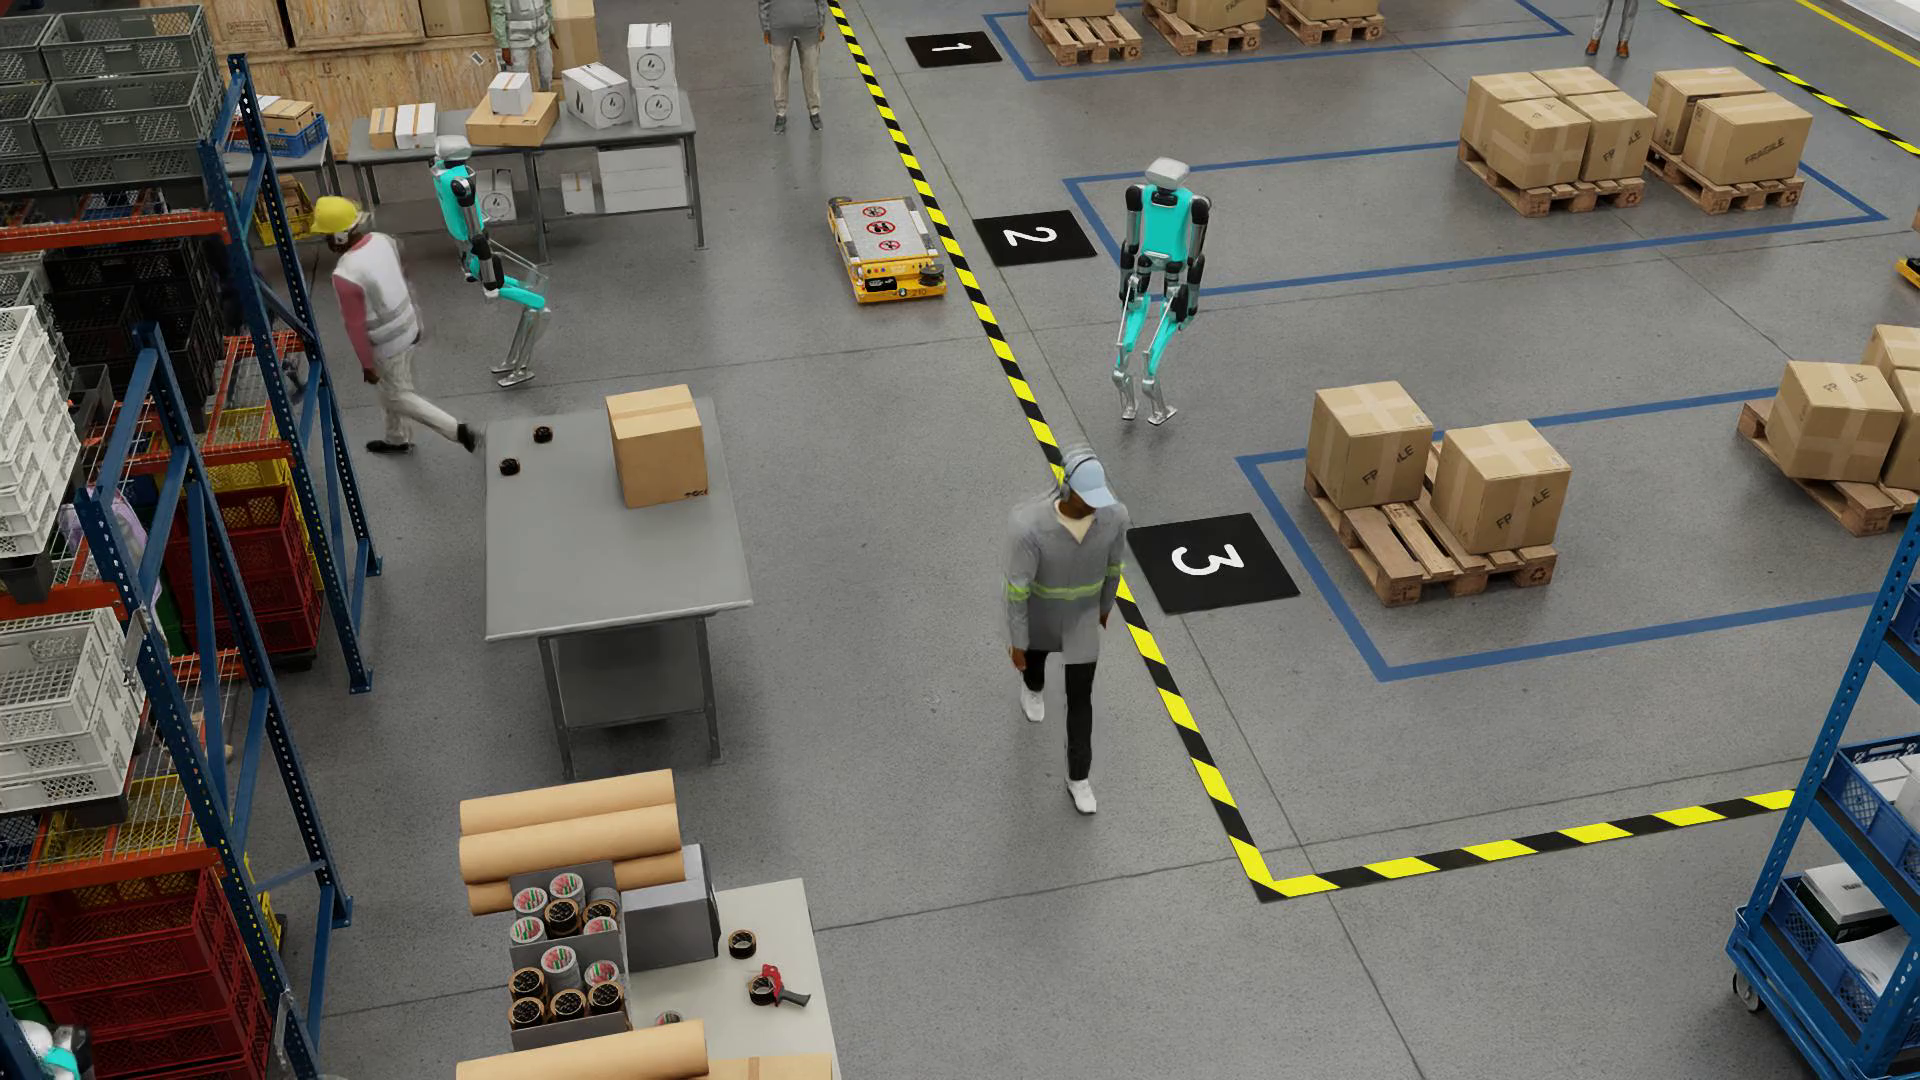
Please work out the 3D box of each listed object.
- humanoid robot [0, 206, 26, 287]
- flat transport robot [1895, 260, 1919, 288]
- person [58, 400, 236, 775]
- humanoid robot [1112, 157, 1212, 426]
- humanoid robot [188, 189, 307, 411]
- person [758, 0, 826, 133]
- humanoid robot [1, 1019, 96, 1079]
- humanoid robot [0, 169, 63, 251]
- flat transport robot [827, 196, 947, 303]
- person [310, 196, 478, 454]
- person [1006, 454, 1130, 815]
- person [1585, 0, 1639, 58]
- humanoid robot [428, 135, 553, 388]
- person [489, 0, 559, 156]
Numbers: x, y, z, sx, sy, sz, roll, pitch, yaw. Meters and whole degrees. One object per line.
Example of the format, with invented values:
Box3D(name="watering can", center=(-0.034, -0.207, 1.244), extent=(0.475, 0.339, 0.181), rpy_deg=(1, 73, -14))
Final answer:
Box3D(name="humanoid robot", center=(-5.649, -1.205, 10.018), extent=(0.891, 1.830, 0.541), rpy_deg=(25, 43, 30))
Box3D(name="flat transport robot", center=(7.720, -1.958, 12.162), extent=(1.431, 0.197, 0.652), rpy_deg=(-5, 37, -6))
Box3D(name="person", center=(-3.853, 0.233, 7.755), extent=(0.379, 2.043, 0.616), rpy_deg=(-21, 42, -26))
Box3D(name="humanoid robot", center=(1.140, -1.430, 10.133), extent=(0.533, 1.677, 0.735), rpy_deg=(17, 40, 22))
Box3D(name="humanoid robot", center=(-4.542, -1.493, 10.413), extent=(0.599, 1.634, 0.746), rpy_deg=(23, 43, 28))
Box3D(name="person", center=(-1.418, -4.358, 14.153), extent=(0.572, 1.768, 0.399), rpy_deg=(-6, 37, -8))
Box3D(name="humanoid robot", center=(-3.048, 2.204, 5.382), extent=(0.909, 1.767, 0.559), rpy_deg=(1, 37, 2))
Box3D(name="humanoid robot", center=(-5.928, -1.843, 10.857), extent=(0.353, 1.649, 0.612), rpy_deg=(-21, 41, -26))
Box3D(name="flat transport robot", center=(-0.570, -2.220, 12.538), extent=(0.659, 0.231, 1.431), rpy_deg=(-8, 37, -10))
Box3D(name="person", center=(-3.357, -1.211, 9.912), extent=(0.752, 1.796, 0.595), rpy_deg=(4, 37, 6))
Box3D(name="person", center=(0.491, 0.338, 7.821), extent=(0.592, 1.792, 1.020), rpy_deg=(-5, 37, -7))
Box3D(name="person", center=(6.292, -5.467, 15.554), extent=(0.585, 1.879, 0.384), rpy_deg=(11, 38, 14))
Box3D(name="humanoid robot", center=(-2.933, -1.823, 10.698), extent=(0.701, 1.709, 0.533), rpy_deg=(-22, 42, -26))
Box3D(name="person", center=(-3.575, -4.164, 13.755), extent=(0.411, 1.939, 0.604), rpy_deg=(25, 43, 30))
